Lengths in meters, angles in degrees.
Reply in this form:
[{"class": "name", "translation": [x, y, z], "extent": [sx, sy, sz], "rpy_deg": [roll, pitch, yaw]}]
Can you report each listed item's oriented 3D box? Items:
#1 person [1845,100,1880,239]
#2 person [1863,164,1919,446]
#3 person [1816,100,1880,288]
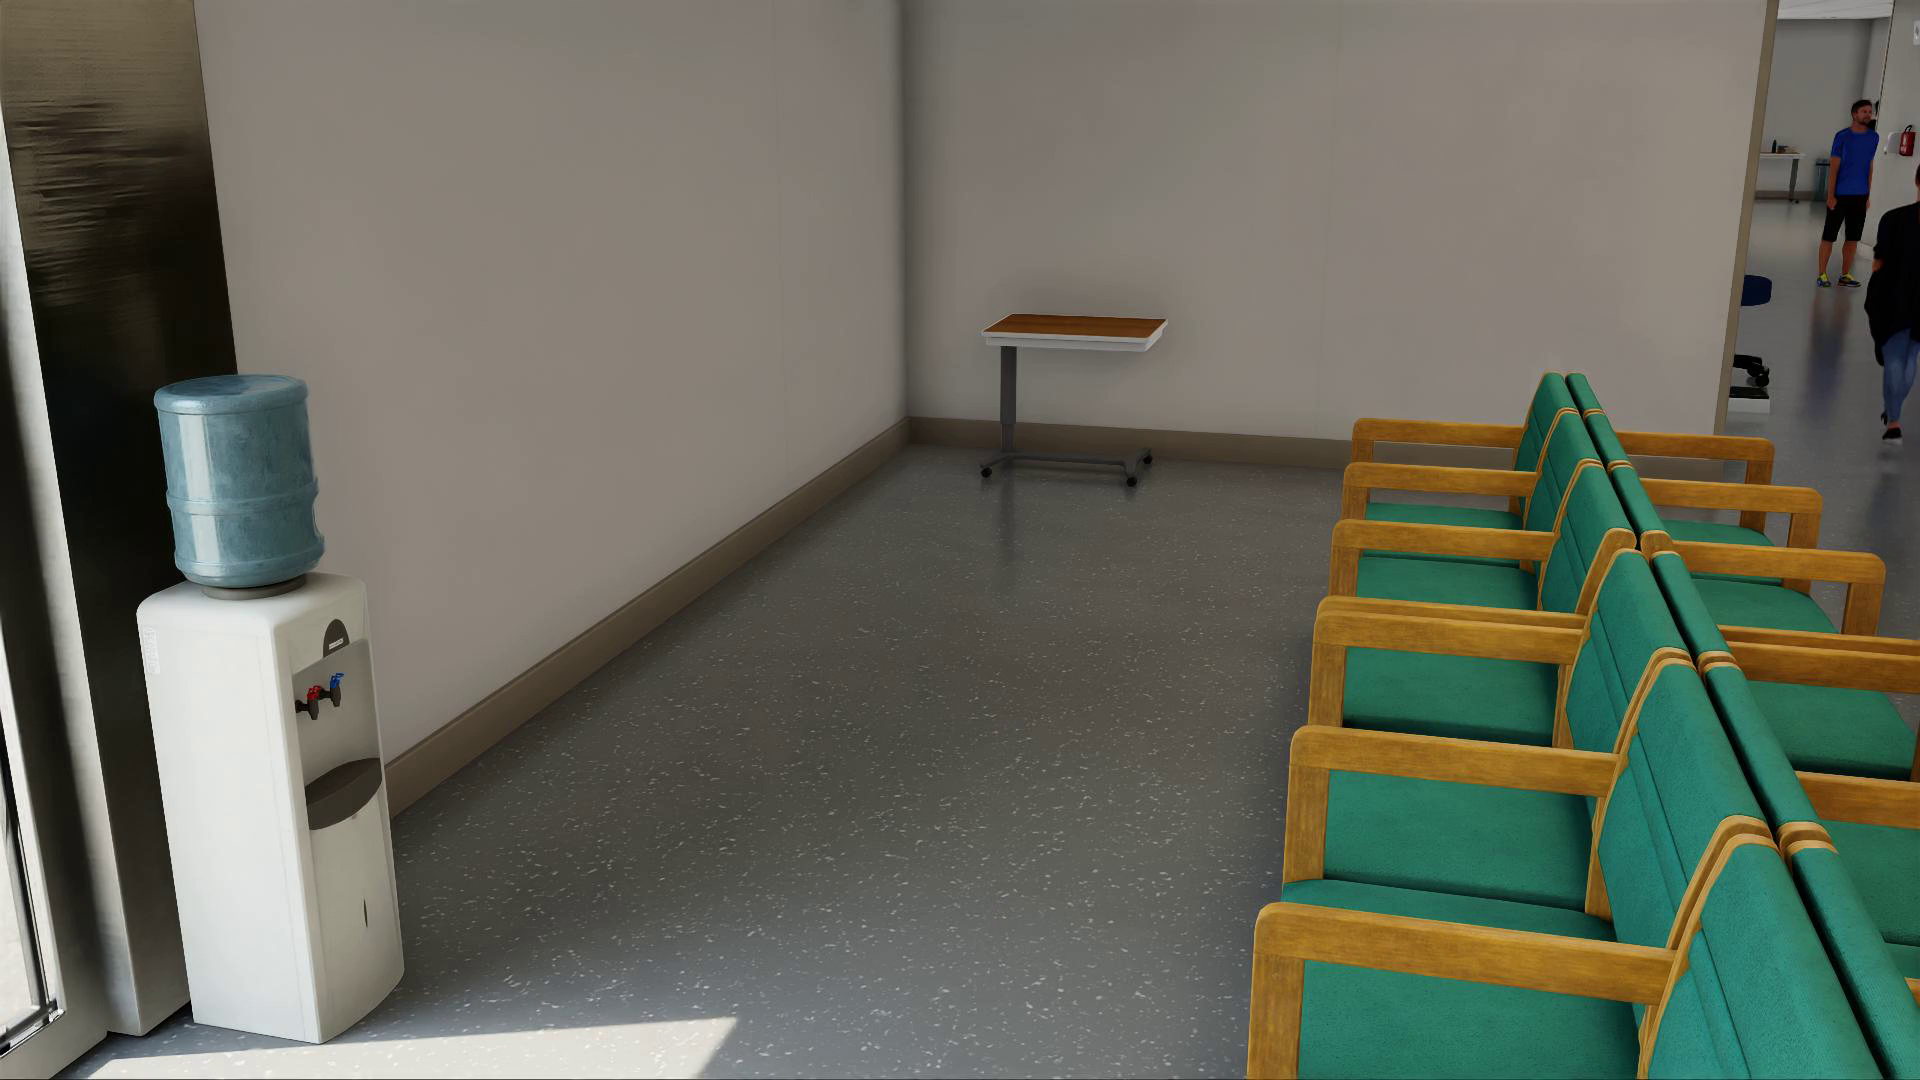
[{"class": "person", "translation": [11.705, -4.738, 21.453], "extent": [1.238, 1.759, 1.183], "rpy_deg": [-9, 18, -30]}, {"class": "person", "translation": [5.455, -1.325, 9.568], "extent": [1.075, 1.638, 0.770], "rpy_deg": [7, 17, 22]}, {"class": "person", "translation": [9.049, -3.524, 16.945], "extent": [0.596, 1.870, 0.731], "rpy_deg": [-1, 16, -2]}]
